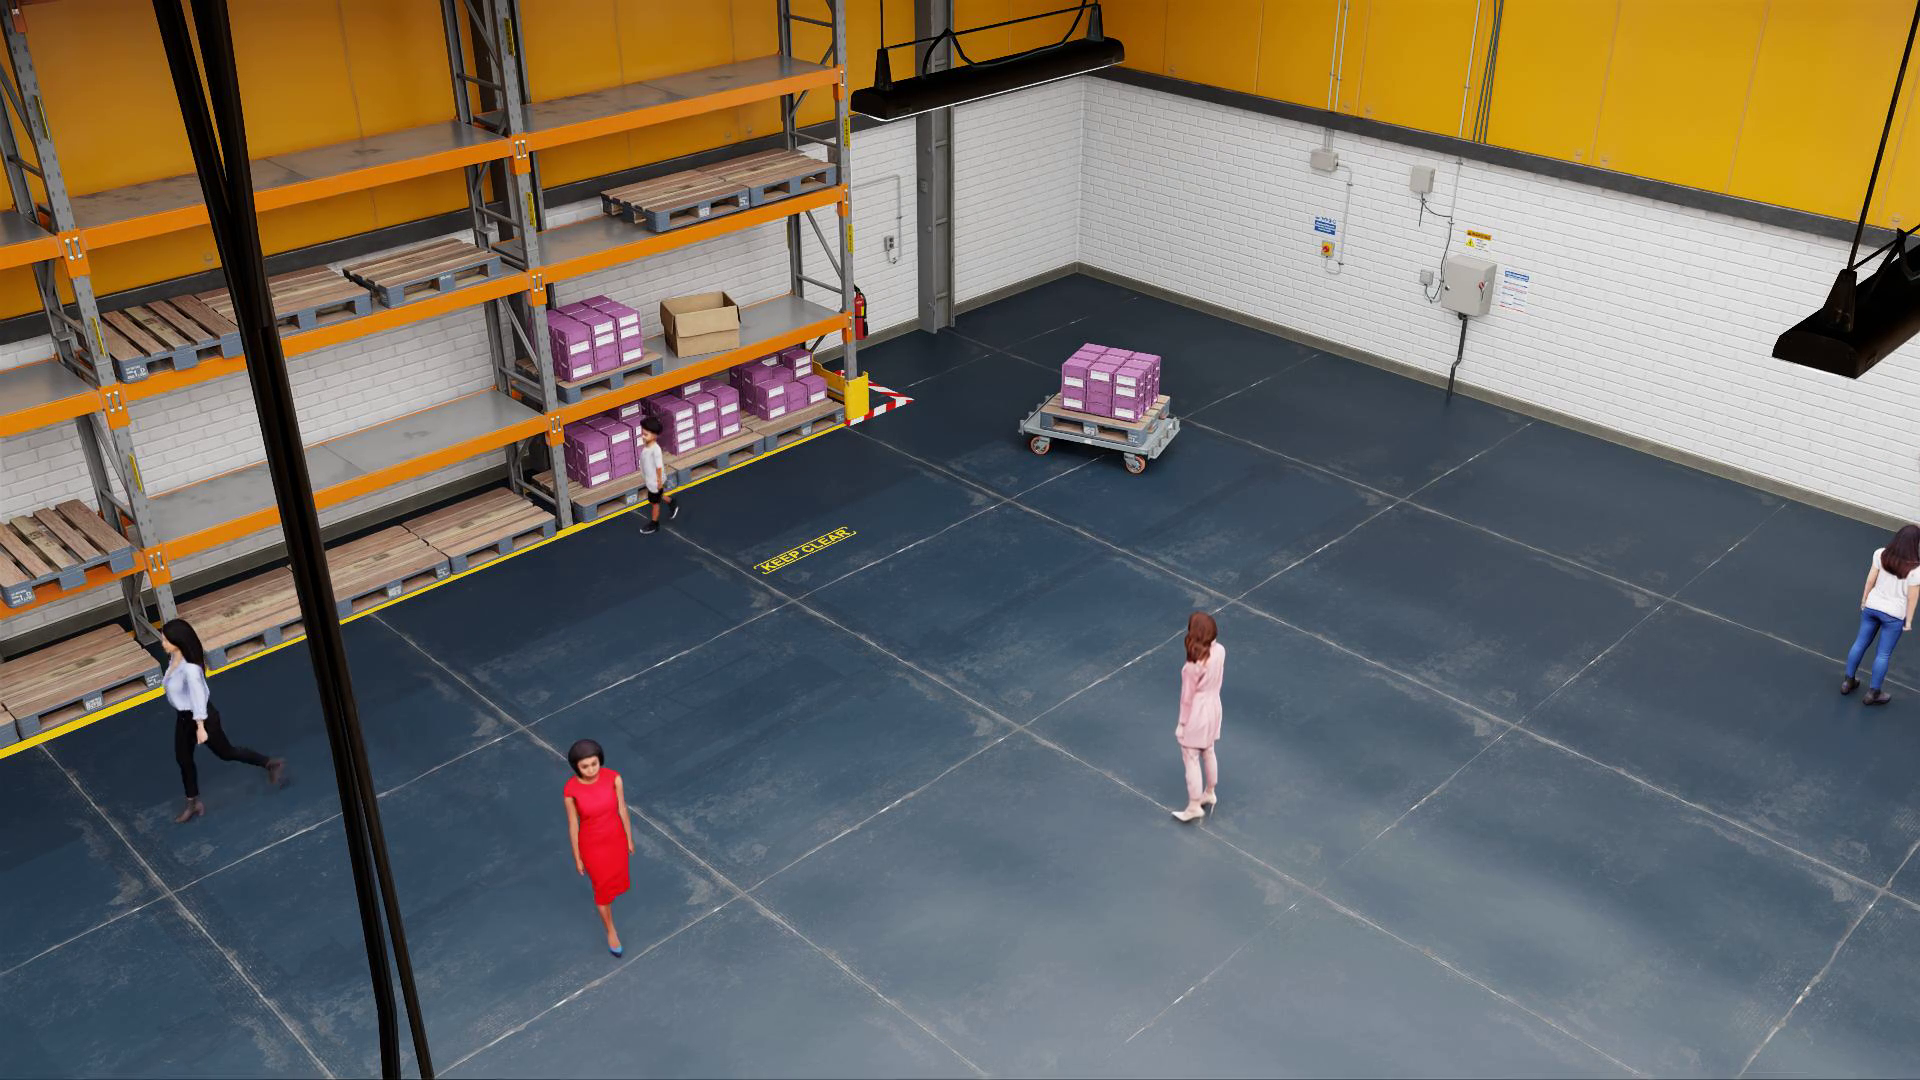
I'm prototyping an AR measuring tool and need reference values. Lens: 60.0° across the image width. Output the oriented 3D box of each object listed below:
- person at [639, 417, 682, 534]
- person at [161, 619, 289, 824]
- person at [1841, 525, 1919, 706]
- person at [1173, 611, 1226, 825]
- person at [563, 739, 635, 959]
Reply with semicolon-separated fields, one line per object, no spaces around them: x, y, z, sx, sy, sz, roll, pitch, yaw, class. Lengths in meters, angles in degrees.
-3.092;-0.685;17.044;0.763;1.249;0.537;-21;35;-33;person
-5.750;1.363;12.811;1.137;1.709;0.692;-24;36;-36;person
7.884;0.630;14.180;0.609;1.684;0.656;-15;32;-26;person
1.850;1.361;12.725;0.671;1.794;0.494;24;36;36;person
-2.495;2.074;11.488;0.838;1.727;0.771;-15;32;-26;person
